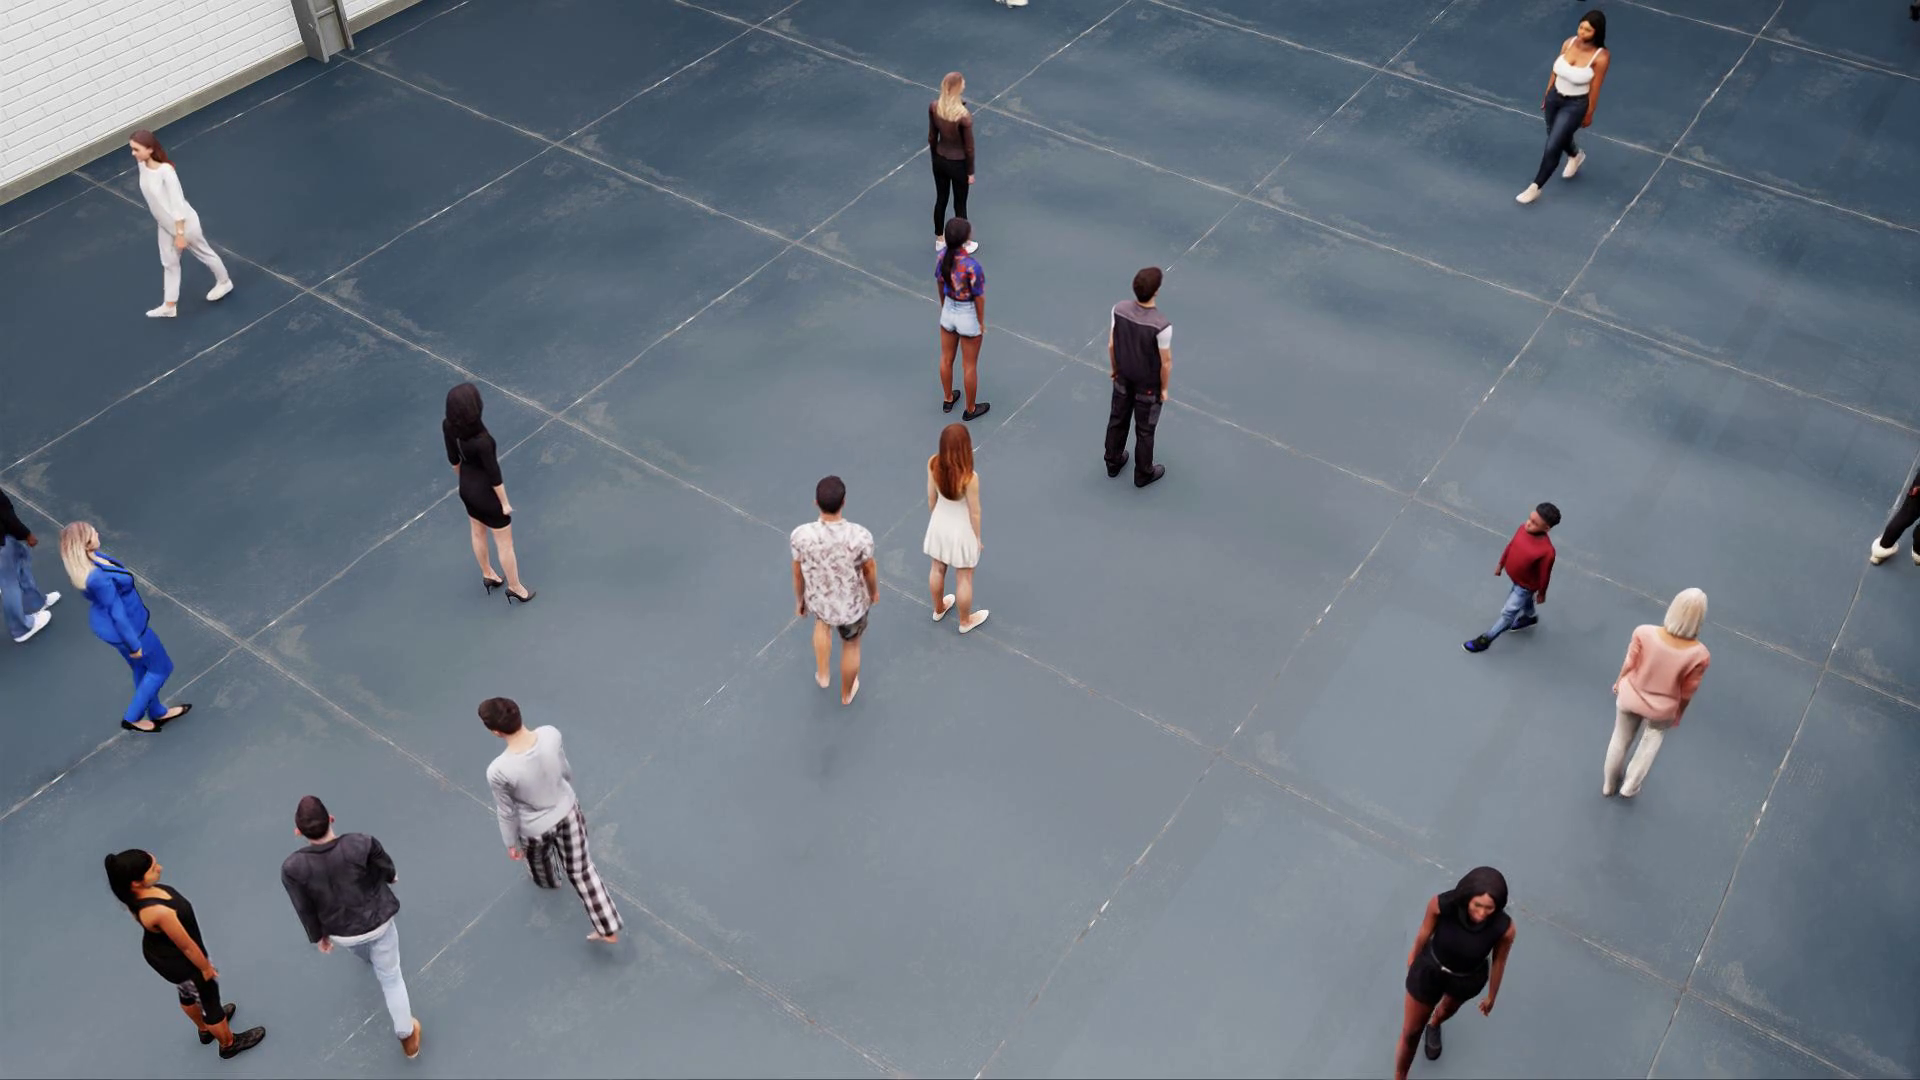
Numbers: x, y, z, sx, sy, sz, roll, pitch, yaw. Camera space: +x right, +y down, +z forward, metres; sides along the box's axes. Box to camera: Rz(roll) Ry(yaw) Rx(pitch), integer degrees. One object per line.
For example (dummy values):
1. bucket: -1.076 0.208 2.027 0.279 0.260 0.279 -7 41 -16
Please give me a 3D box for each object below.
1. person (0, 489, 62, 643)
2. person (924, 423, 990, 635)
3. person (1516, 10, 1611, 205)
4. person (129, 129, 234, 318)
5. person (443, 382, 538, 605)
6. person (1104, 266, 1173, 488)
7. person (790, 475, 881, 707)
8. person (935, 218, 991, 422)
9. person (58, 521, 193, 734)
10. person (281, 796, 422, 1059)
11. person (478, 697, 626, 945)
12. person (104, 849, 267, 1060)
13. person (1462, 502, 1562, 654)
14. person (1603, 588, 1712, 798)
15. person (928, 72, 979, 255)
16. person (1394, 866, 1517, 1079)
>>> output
1. person: -6.406 0.022 10.880 0.657 1.733 0.726 18 47 18
2. person: -0.040 -0.084 11.007 0.552 1.712 0.526 27 50 26
3. person: 5.539 -3.935 15.004 1.255 1.774 0.948 -23 48 -23
4. person: -6.407 -2.662 13.754 0.672 1.654 1.023 23 48 22
5. person: -3.199 -0.297 11.163 0.580 1.803 0.488 27 50 26
6. person: 1.294 -1.179 12.057 0.635 1.848 0.558 27 50 26
7. person: -0.779 0.404 10.429 0.790 1.802 0.805 5 44 5
8. person: 0.005 -1.685 12.662 0.584 1.746 0.507 27 50 26
9. person: -5.279 0.607 10.302 0.717 1.682 0.675 -32 52 -29
10. person: -3.125 2.062 8.689 1.189 1.801 1.154 -13 45 -13
11. person: -2.224 1.580 9.195 1.125 1.800 0.880 -33 53 -30
12. person: -4.088 2.155 8.687 0.572 1.668 0.503 27 50 26
13. person: 3.800 0.224 11.032 0.937 1.230 0.823 -12 45 -12
14. person: 4.071 0.989 9.877 0.630 1.716 0.634 20 47 20
15. person: -0.075 -3.227 14.312 0.598 1.703 0.497 27 50 26
16. person: 2.553 2.177 8.630 0.784 1.716 1.016 13 45 13
